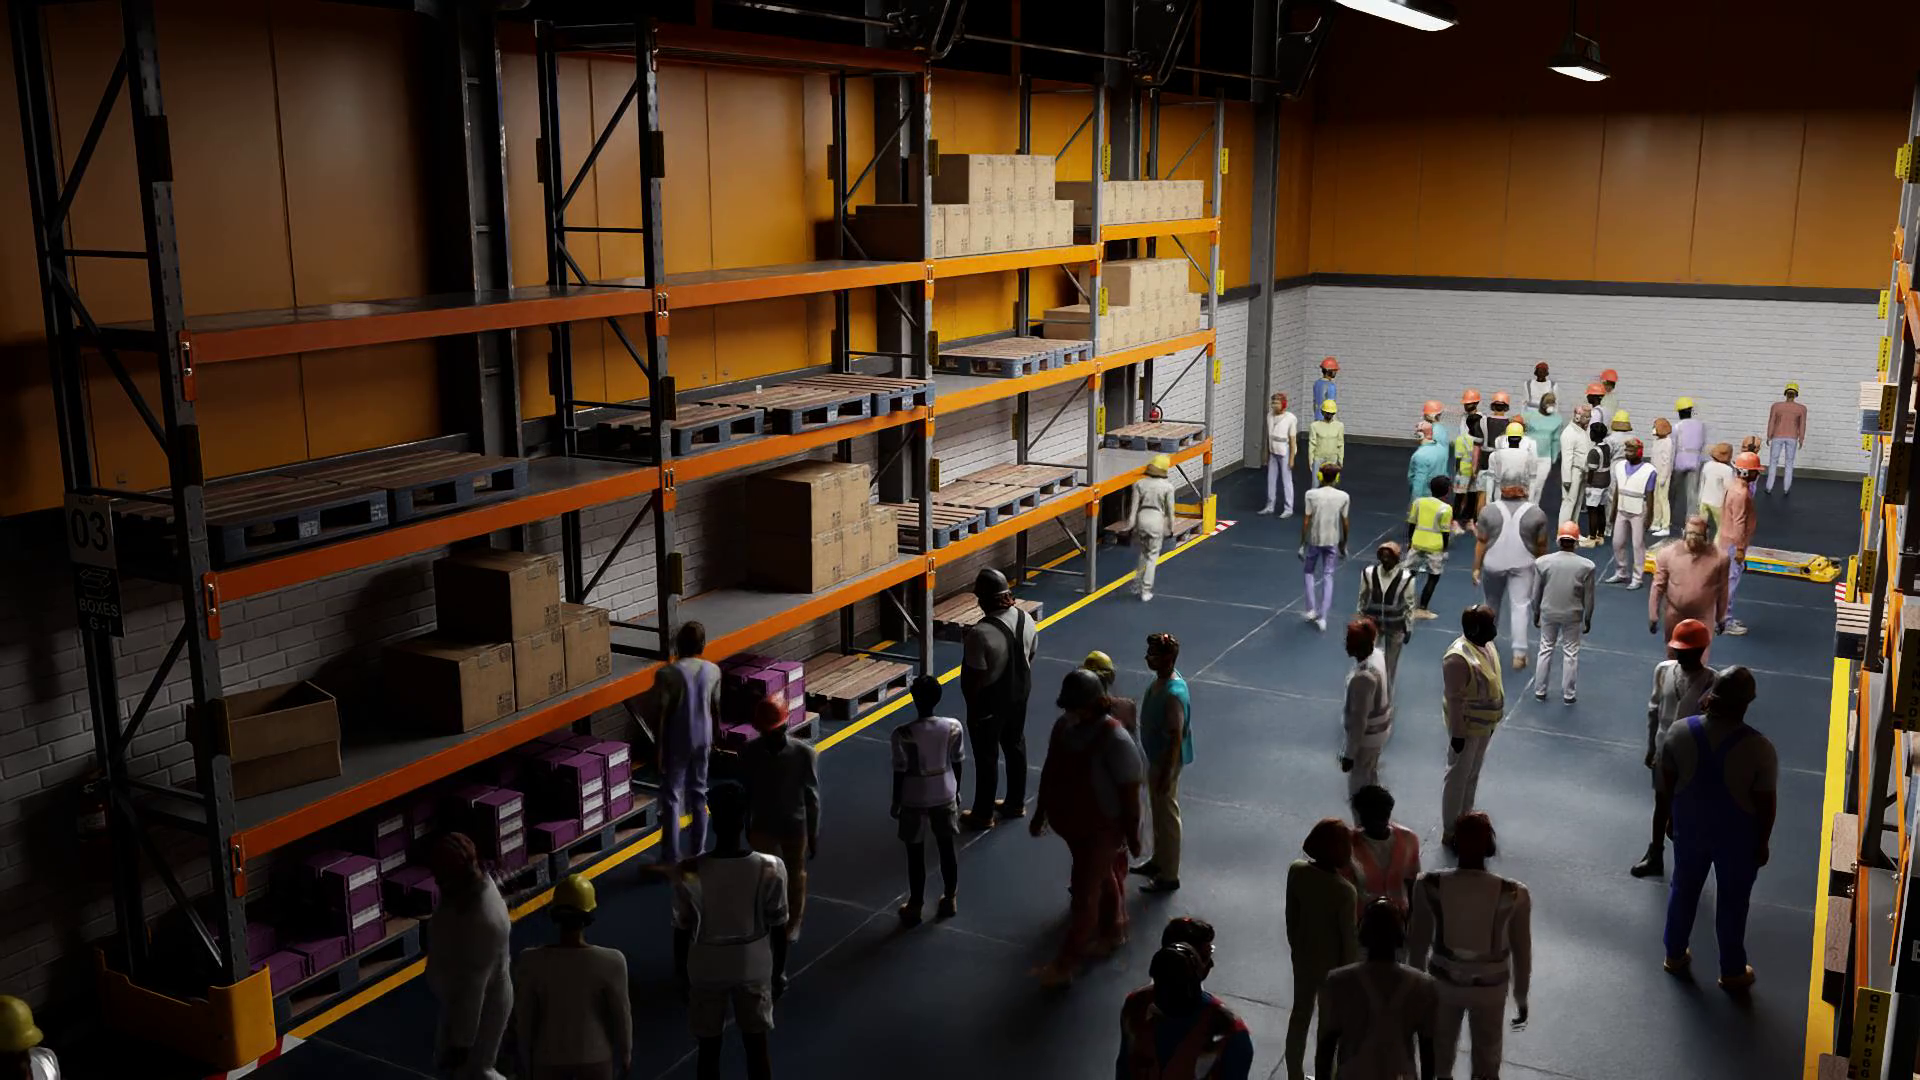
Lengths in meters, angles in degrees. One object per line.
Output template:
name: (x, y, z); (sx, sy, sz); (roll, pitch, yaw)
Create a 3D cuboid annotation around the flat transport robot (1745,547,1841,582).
flat transport robot: (10.214, 0.274, 20.880); (1.431, 0.197, 0.652); (10, 16, 37)

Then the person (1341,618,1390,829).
person: (2.949, 1.439, 12.111); (0.338, 1.859, 0.714); (5, 13, 20)

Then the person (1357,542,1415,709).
person: (3.903, 0.826, 15.337); (0.538, 1.619, 0.563); (6, 14, 25)

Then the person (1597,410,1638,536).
person: (9.062, -0.921, 22.921); (0.485, 1.737, 0.321); (-3, 13, -12)

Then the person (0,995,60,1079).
person: (-3.774, 2.667, 6.656); (0.403, 1.826, 0.591); (4, 13, 18)

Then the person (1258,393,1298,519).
person: (4.646, -1.223, 24.059); (0.426, 1.834, 0.563); (-7, 15, -30)

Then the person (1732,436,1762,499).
person: (10.105, -0.540, 21.456); (0.312, 1.632, 0.527); (2, 13, 9)

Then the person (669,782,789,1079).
person: (-1.169, 2.187, 8.518); (0.599, 1.958, 0.380); (-3, 13, -11)

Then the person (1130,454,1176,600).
person: (2.256, -0.151, 19.539); (0.498, 1.701, 0.585); (6, 14, 24)

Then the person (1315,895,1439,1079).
person: (1.842, 2.491, 7.449); (0.577, 1.822, 0.448); (0, 13, 0)

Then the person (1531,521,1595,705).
person: (5.690, 0.685, 15.712); (0.567, 1.744, 0.350); (7, 14, 29)

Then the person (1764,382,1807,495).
person: (12.812, -1.574, 25.811); (0.528, 1.752, 0.340); (5, 13, 20)

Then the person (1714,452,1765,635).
person: (8.473, 0.022, 18.115); (0.389, 1.992, 0.625); (4, 13, 17)

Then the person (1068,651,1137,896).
person: (0.958, 1.625, 11.473); (0.522, 1.761, 0.322); (-4, 13, -16)

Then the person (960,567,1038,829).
person: (0.247, 1.189, 12.785); (0.679, 2.000, 0.535); (-12, 17, -43)

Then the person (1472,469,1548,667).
person: (5.677, 0.211, 17.165); (0.695, 2.000, 1.141); (4, 13, 18)

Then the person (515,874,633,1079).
person: (-1.818, 2.428, 7.887); (0.537, 1.754, 0.339); (-1, 13, -5)

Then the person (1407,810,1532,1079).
person: (2.544, 2.285, 8.355); (0.607, 1.874, 0.749); (5, 14, 22)

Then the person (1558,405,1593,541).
person: (8.300, -0.881, 22.391); (0.403, 1.897, 0.653); (10, 16, 39)

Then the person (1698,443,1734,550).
person: (9.534, -0.430, 20.996); (0.442, 1.608, 0.523); (-4, 13, -16)

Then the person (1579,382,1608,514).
person: (9.255, -1.340, 24.340); (0.379, 1.938, 0.547); (8, 15, 31)

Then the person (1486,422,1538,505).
person: (6.823, -0.501, 20.630); (0.586, 1.920, 0.397); (3, 13, 13)

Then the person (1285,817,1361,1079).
person: (1.941, 2.263, 8.895); (0.283, 1.633, 0.498); (-8, 15, -32)

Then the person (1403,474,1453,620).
person: (5.196, 0.085, 18.602); (0.452, 1.664, 0.608); (-10, 16, -37)

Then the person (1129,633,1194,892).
person: (1.432, 1.542, 11.644); (0.389, 1.846, 0.566); (-1, 13, -5)

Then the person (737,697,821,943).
person: (-1.170, 1.842, 10.587); (0.581, 1.710, 0.844); (2, 13, 8)

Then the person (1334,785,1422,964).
person: (2.329, 2.146, 9.358); (0.555, 1.661, 0.357); (-3, 13, -11)

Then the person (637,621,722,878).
person: (-2.027, 1.502, 11.932); (0.738, 1.799, 0.389); (-9, 16, -36)

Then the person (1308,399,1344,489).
person: (5.257, -1.150, 23.896); (0.525, 1.761, 0.340); (-1, 13, -5)

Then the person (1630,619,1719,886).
person: (5.066, 1.489, 11.675); (0.379, 1.938, 0.547); (-10, 16, -37)

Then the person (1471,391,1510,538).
person: (7.301, -1.013, 22.685); (0.611, 2.030, 0.410); (4, 13, 16)

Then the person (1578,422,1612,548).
person: (8.491, -0.733, 22.181); (0.320, 1.694, 0.533); (11, 17, 42)

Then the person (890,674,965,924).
person: (-0.222, 1.727, 11.151); (0.540, 1.695, 0.317); (-6, 14, -24)

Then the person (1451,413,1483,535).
person: (7.047, -0.920, 23.024); (0.532, 1.694, 0.319); (-6, 14, -26)

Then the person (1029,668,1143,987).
person: (0.731, 1.726, 10.379); (0.963, 2.000, 0.698); (-7, 15, -30)

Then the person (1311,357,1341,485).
person: (5.875, -1.907, 26.644); (0.379, 2.044, 0.607); (-4, 13, -17)

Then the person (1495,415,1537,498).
person: (7.443, -0.801, 22.229); (0.589, 1.828, 1.004); (8, 15, 31)

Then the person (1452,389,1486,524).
person: (7.259, -1.197, 23.723); (0.388, 1.930, 0.544); (-5, 14, -22)

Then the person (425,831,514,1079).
person: (-2.418, 2.295, 8.220); (0.477, 1.879, 0.688); (-7, 15, -30)

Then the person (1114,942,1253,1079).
person: (0.923, 2.569, 7.101); (0.621, 1.836, 0.431); (9, 15, 34)

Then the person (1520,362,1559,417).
person: (9.510, -1.984, 27.358); (0.585, 1.876, 0.337); (6, 14, 24)

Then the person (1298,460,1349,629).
person: (4.004, 0.030, 18.401); (0.571, 1.845, 0.693); (0, 13, 2)

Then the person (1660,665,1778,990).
person: (4.706, 1.745, 10.295); (0.683, 2.000, 0.537); (12, 17, 43)

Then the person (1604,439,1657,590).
person: (8.097, -0.314, 19.995); (0.391, 1.834, 0.566); (-6, 14, -27)

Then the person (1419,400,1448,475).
person: (6.278, -0.878, 22.179); (0.434, 1.976, 0.652); (7, 14, 27)

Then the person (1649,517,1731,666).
person: (6.686, 0.720, 15.294); (0.670, 1.858, 0.970); (6, 14, 24)

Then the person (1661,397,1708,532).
person: (10.105, -1.052, 23.221); (0.593, 1.861, 0.933); (0, 13, -2)

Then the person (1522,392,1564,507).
person: (8.206, -1.165, 23.621); (0.650, 1.911, 0.495); (-2, 13, -7)

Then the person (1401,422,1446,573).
person: (5.792, -0.539, 20.842); (0.404, 1.902, 0.636); (10, 16, 39)

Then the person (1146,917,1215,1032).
person: (0.917, 2.512, 7.310); (0.377, 1.841, 0.567); (4, 13, 18)

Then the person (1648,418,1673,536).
person: (9.671, -0.877, 22.989); (0.291, 1.625, 0.494); (0, 13, -2)

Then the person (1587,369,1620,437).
person: (9.907, -1.674, 25.738); (0.636, 1.980, 0.558); (-5, 14, -23)

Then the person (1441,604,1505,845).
person: (3.817, 1.379, 12.383); (0.429, 1.846, 0.626); (10, 16, 37)
